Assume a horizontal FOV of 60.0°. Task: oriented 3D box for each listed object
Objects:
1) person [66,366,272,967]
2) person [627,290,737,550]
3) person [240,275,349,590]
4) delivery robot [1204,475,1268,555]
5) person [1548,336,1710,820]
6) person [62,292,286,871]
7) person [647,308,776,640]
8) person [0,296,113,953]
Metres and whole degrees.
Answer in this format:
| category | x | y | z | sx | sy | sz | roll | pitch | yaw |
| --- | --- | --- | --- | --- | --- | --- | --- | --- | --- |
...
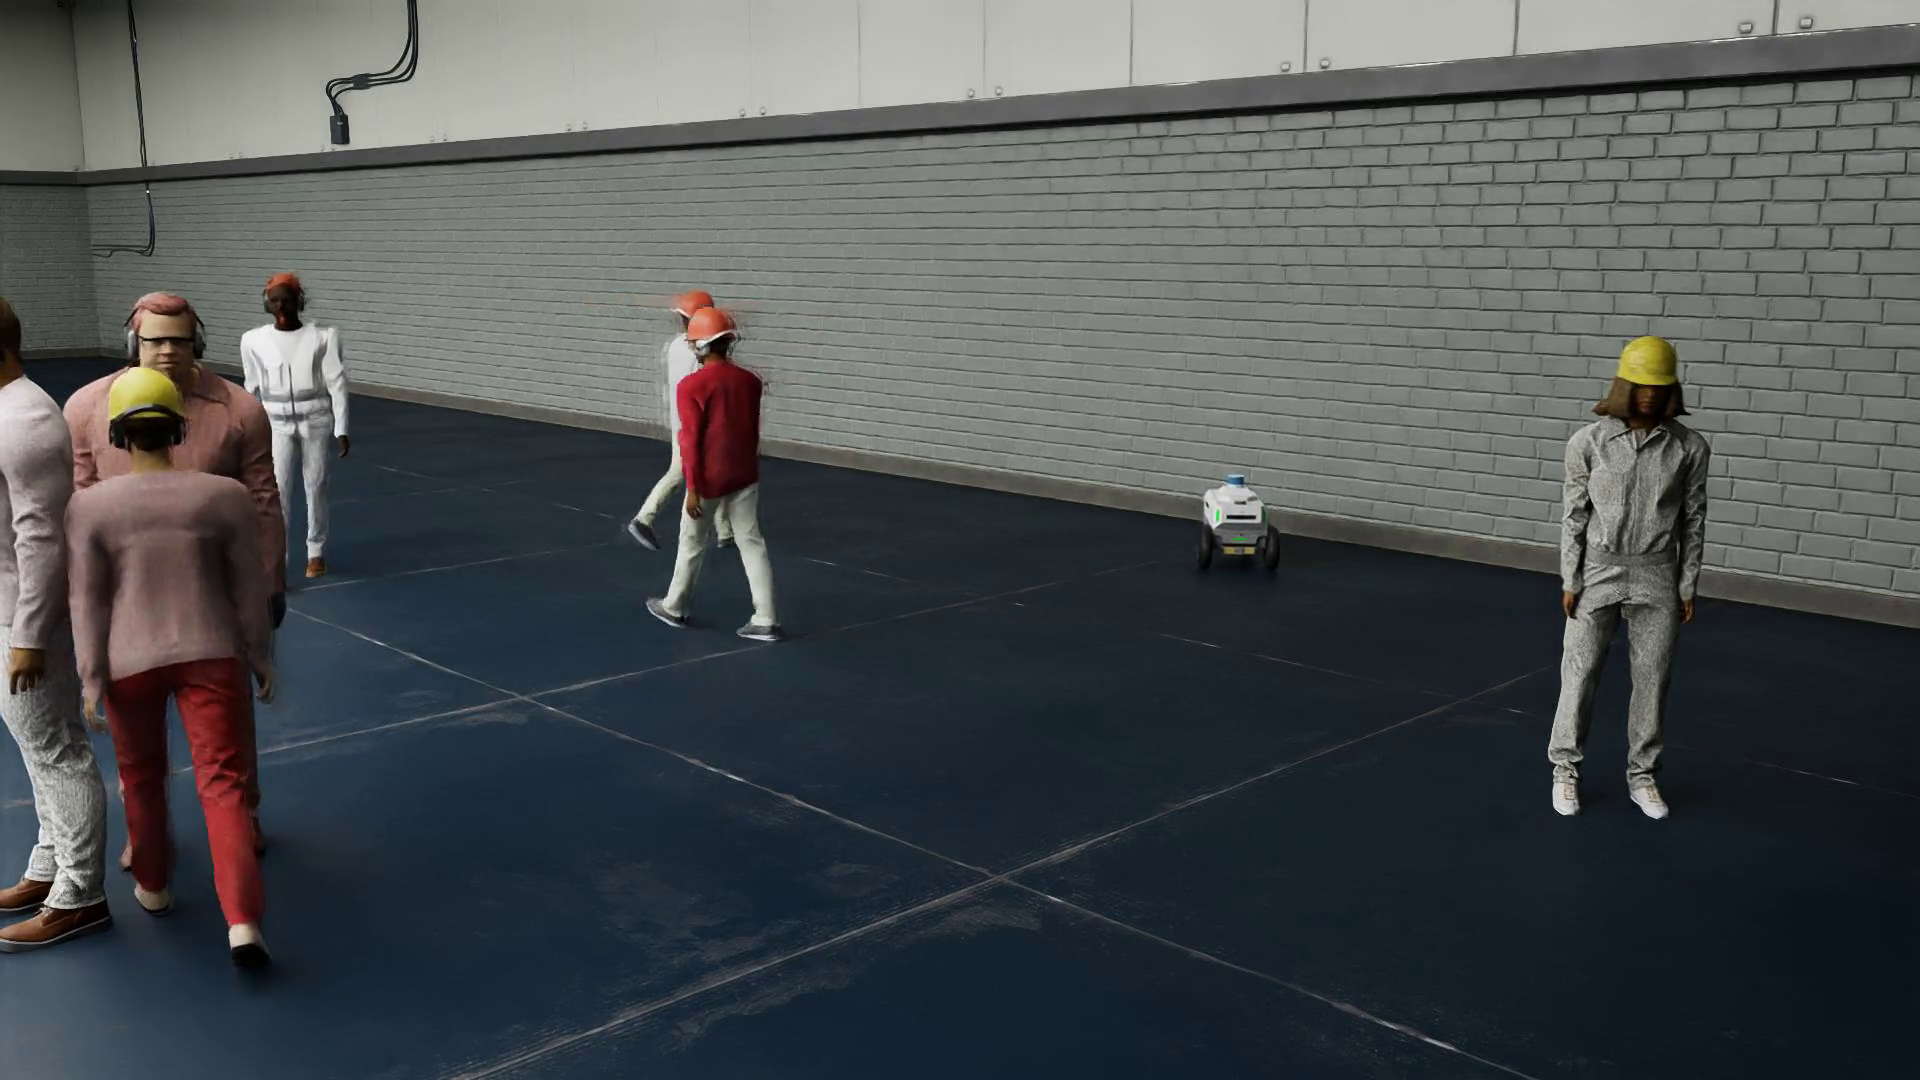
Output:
| category | x | y | z | sx | sy | sz | roll | pitch | yaw |
| --- | --- | --- | --- | --- | --- | --- | --- | --- | --- |
| person | -2.260 | 0.356 | 4.817 | 0.534 | 1.708 | 0.953 | -6 | 12 | -31 |
| person | -1.806 | -0.780 | 10.973 | 0.812 | 1.729 | 0.562 | -7 | 12 | -32 |
| person | -3.918 | -0.628 | 9.830 | 0.592 | 1.834 | 0.962 | -3 | 11 | -15 |
| delivery robot | 1.753 | -0.173 | 10.588 | 0.477 | 0.478 | 0.707 | 1 | 10 | 3 |
| person | 2.371 | 0.146 | 5.898 | 0.482 | 1.733 | 0.351 | 2 | 11 | 11 |
| person | -2.585 | 0.139 | 5.503 | 0.660 | 1.899 | 0.399 | -4 | 11 | -22 |
| person | -1.275 | -0.347 | 8.641 | 0.889 | 1.698 | 0.588 | 9 | 14 | 40 |
| person | -2.750 | 0.231 | 4.880 | 0.370 | 1.934 | 0.627 | -7 | 13 | -35 |
